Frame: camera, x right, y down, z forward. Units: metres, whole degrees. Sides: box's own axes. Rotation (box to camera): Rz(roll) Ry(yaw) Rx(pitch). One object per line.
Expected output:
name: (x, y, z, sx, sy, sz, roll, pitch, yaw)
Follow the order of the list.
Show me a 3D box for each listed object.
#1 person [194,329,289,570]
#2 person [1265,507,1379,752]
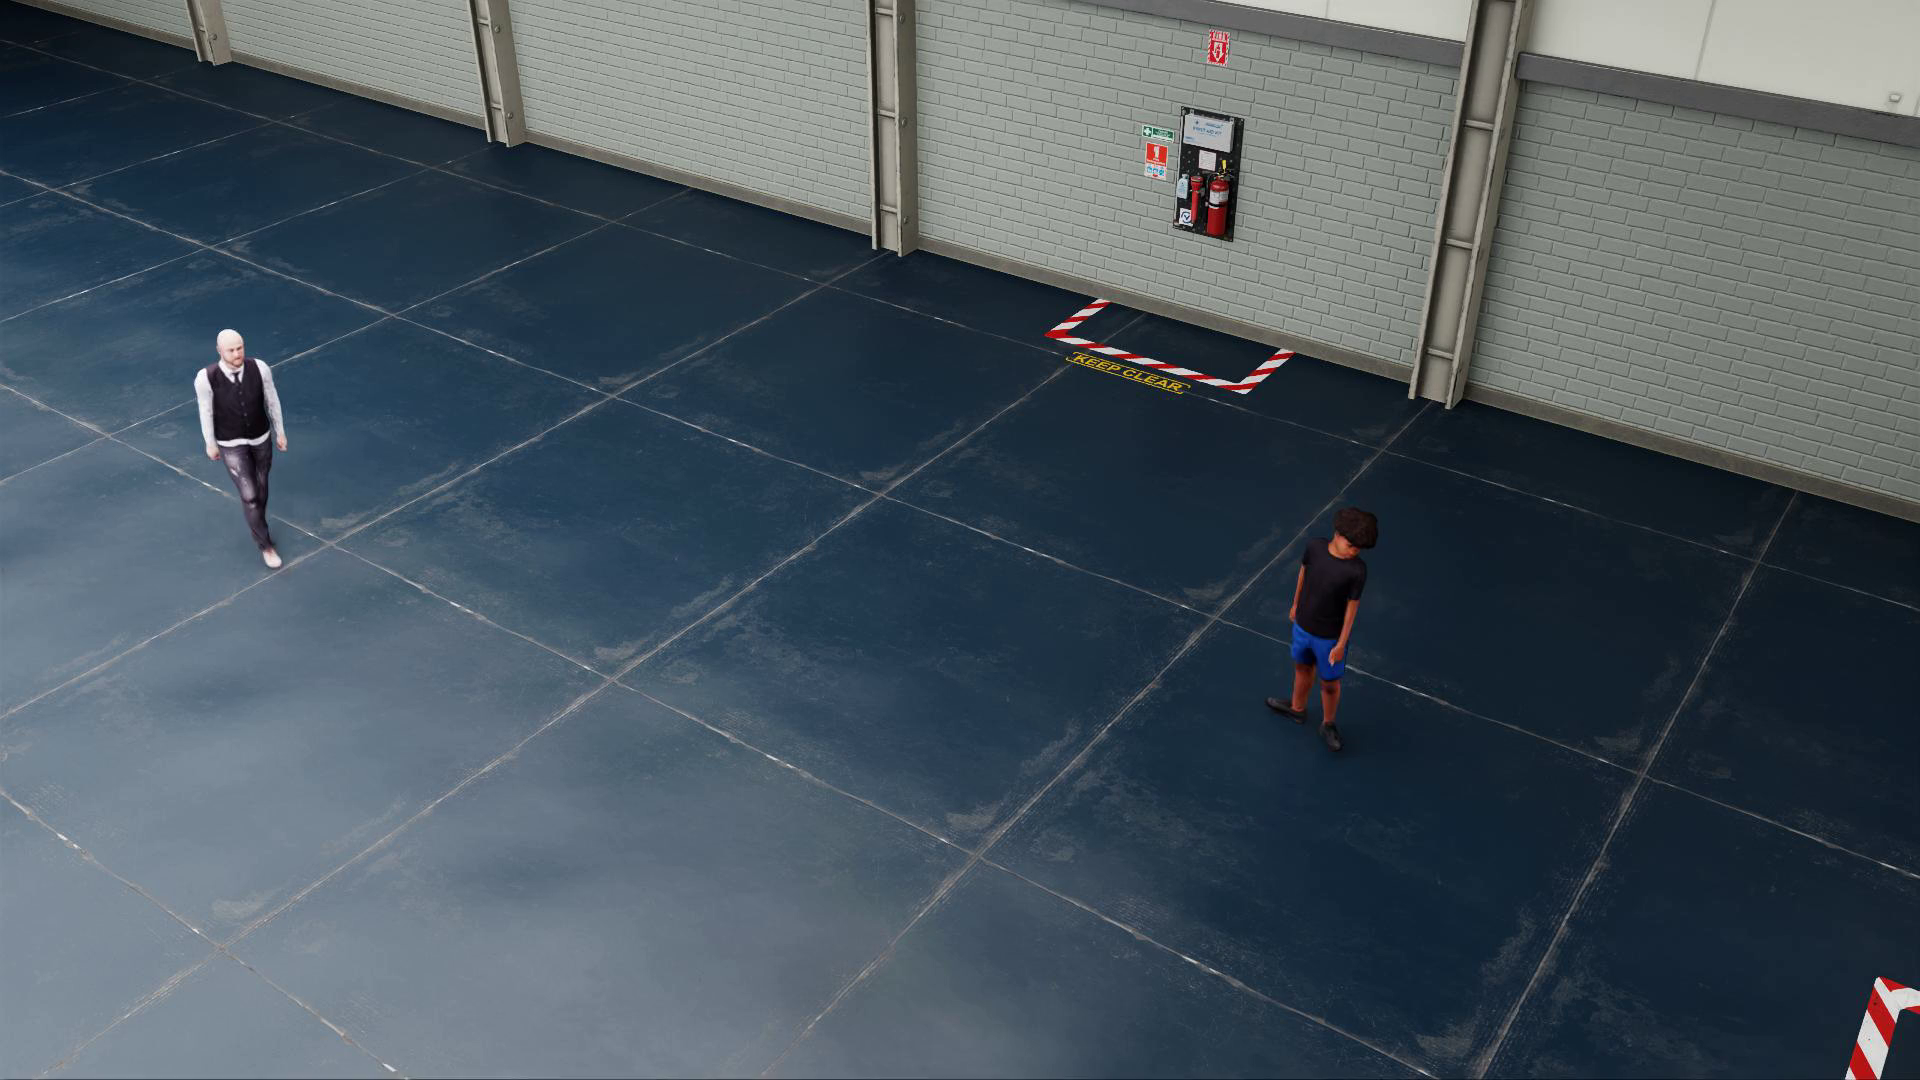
person: (-5.285, -0.747, 12.264, 0.877, 1.789, 1.109, -23, 39, -32)
person: (2.232, 0.476, 10.350, 0.931, 1.764, 0.616, -14, 35, -21)
